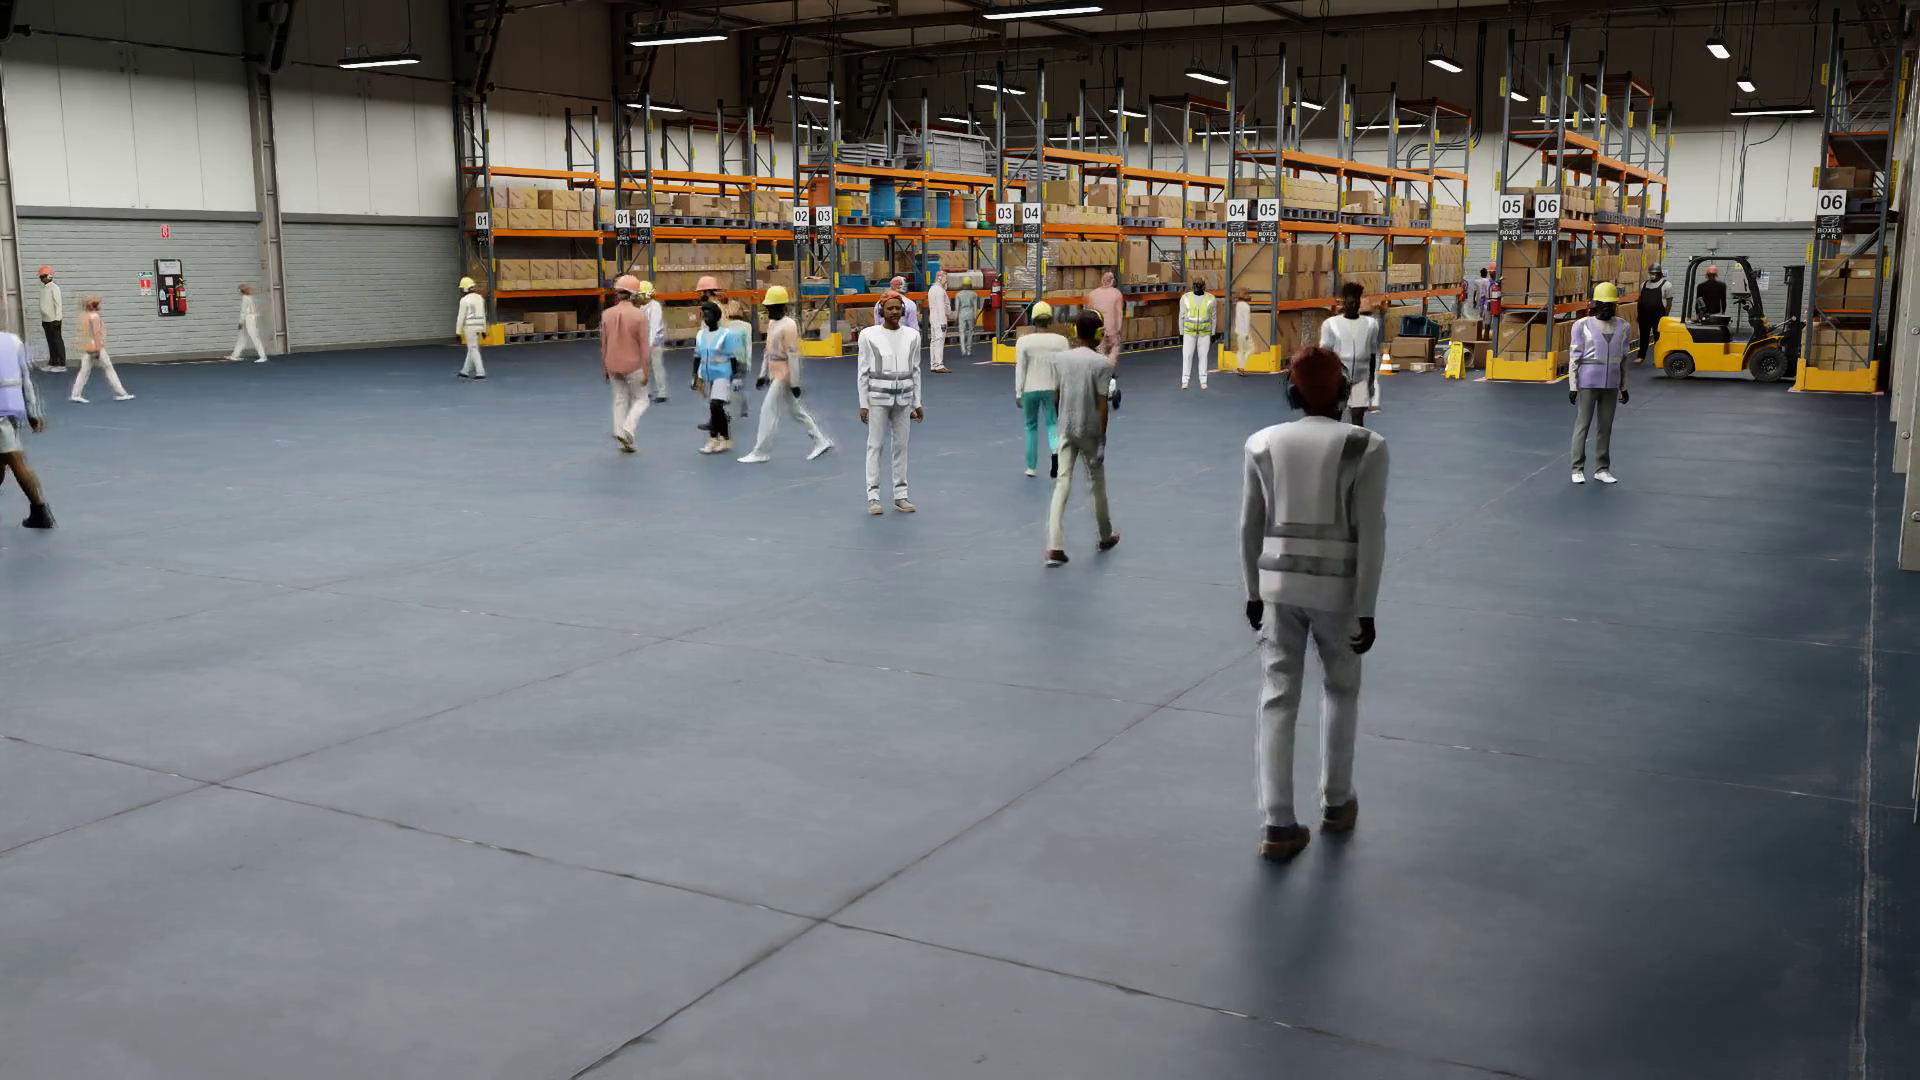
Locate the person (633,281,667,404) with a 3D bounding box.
[{"bbox_3d":[-4.593,-2.883,24.382,0.611,1.805,0.612,-8,12,-37],"label":"person"}]

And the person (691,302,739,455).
[{"bbox_3d":[-2.739,-1.758,18.202,0.548,1.663,0.744,7,12,34],"label":"person"}]

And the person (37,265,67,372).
[{"bbox_3d":[-17.156,-4.171,31.385,0.612,1.997,0.375,7,12,35],"label":"person"}]

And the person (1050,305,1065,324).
[{"bbox_3d":[2.272,-5.665,40.435,0.639,1.891,0.948,4,11,24],"label":"person"}]

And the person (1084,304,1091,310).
[{"bbox_3d":[3.425,-5.878,42.180,0.527,1.733,0.773,3,10,15],"label":"person"}]

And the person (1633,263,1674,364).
[{"bbox_3d":[13.972,-4.567,33.579,0.538,2.000,0.689,-9,13,-43],"label":"person"}]

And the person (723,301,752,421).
[{"bbox_3d":[-3.005,-2.371,22.047,0.511,1.596,0.844,1,10,5],"label":"person"}]

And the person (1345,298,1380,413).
[{"bbox_3d":[5.643,-2.589,23.302,0.520,1.581,0.851,-4,10,-21],"label":"person"}]

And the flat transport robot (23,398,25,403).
[{"bbox_3d":[-14.112,-2.029,23.894,0.652,0.197,1.431,1,10,6],"label":"flat transport robot"}]

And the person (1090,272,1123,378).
[{"bbox_3d":[2.603,-3.778,29.405,0.649,1.895,0.434,5,11,26],"label":"person"}]

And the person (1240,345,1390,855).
[{"bbox_3d":[1.316,0.205,6.205,0.593,1.839,0.825,5,11,29],"label":"person"}]

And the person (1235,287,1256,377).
[{"bbox_3d":[5.111,-3.717,29.824,0.334,1.620,0.511,-3,10,-15],"label":"person"}]

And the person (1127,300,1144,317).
[{"bbox_3d":[5.148,-7.001,48.127,0.641,1.937,0.367,4,10,22],"label":"person"}]

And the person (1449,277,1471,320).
[{"bbox_3d":[13.896,-6.660,46.322,1.048,1.886,0.644,7,12,35],"label":"person"}]

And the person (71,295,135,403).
[{"bbox_3d":[-12.869,-2.841,24.788,0.516,1.594,0.862,8,13,40],"label":"person"}]

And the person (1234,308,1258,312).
[{"bbox_3d":[6.411,-5.116,37.504,0.565,1.788,0.994,6,11,30],"label":"person"}]

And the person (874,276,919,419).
[{"bbox_3d":[-0.822,-2.573,22.305,0.652,1.904,0.402,5,11,27],"label":"person"}]

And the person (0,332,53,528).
[{"bbox_3d":[-7.758,-1.025,13.309,1.009,1.875,0.564,3,10,15],"label":"person"}]

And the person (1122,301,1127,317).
[{"bbox_3d":[4.037,-5.901,42.484,0.540,1.672,0.694,3,10,16],"label":"person"}]

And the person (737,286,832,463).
[{"bbox_3d":[-1.834,-1.751,17.585,1.012,1.875,0.597,-3,10,-17],"label":"person"}]

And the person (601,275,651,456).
[{"bbox_3d":[-3.634,-1.886,18.089,0.616,1.978,0.526,4,10,21],"label":"person"}]

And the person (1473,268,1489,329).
[{"bbox_3d":[14.028,-6.358,44.613,0.516,1.856,0.324,6,11,30],"label":"person"}]

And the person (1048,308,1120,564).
[{"bbox_3d":[0.880,-0.750,11.942,0.497,1.808,1.027,5,11,26],"label":"person"}]

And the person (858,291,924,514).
[{"bbox_3d":[-0.587,-1.161,14.096,0.573,1.883,0.354,-4,11,-23],"label":"person"}]

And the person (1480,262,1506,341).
[{"bbox_3d":[11.742,-5.082,36.609,0.609,2.035,0.403,7,12,37],"label":"person"}]

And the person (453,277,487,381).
[{"bbox_3d":[-8.594,-3.665,28.995,0.763,1.795,0.619,3,10,17],"label":"person"}]

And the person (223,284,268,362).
[{"bbox_3d":[-14.644,-4.422,34.026,0.857,1.592,0.558,-4,10,-21],"label":"person"}]

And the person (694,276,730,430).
[{"bbox_3d":[-3.117,-2.313,20.718,0.399,1.924,0.583,0,10,1],"label":"person"}]

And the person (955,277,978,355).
[{"bbox_3d":[0.145,-4.910,36.519,0.491,1.723,0.664,0,10,2],"label":"person"}]

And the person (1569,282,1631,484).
[{"bbox_3d":[6.135,-1.498,15.939,0.596,1.925,0.372,-1,10,-6],"label":"person"}]

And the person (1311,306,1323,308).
[{"bbox_3d":[8.803,-5.877,41.661,0.639,1.903,0.409,6,11,31],"label":"person"}]

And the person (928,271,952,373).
[{"bbox_3d":[-0.369,-4.077,31.121,0.407,1.902,0.639,-3,10,-17],"label":"person"}]

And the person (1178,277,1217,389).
[{"bbox_3d":[3.888,-3.385,27.260,0.619,1.839,0.430,1,10,4],"label":"person"}]

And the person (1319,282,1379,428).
[{"bbox_3d":[3.961,-1.684,17.049,0.615,1.928,0.976,0,10,1],"label":"person"}]

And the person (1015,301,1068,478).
[{"bbox_3d":[0.810,-1.449,16.212,0.530,1.749,0.683,-1,10,-5],"label":"person"}]

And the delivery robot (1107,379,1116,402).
[{"bbox_3d":[1.958,-2.162,23.569,0.477,0.478,0.707,4,10,21],"label":"delivery robot"}]

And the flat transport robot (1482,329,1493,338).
[{"bbox_3d":[13.899,-5.448,43.909,0.652,0.197,1.431,3,10,15],"label":"flat transport robot"}]

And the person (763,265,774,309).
[{"bbox_3d":[-5.332,-6.824,47.164,0.587,1.914,0.390,6,12,33],"label":"person"}]

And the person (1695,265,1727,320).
[{"bbox_3d":[16.412,-5.015,36.377,0.636,1.976,0.499,5,11,28],"label":"person"}]
